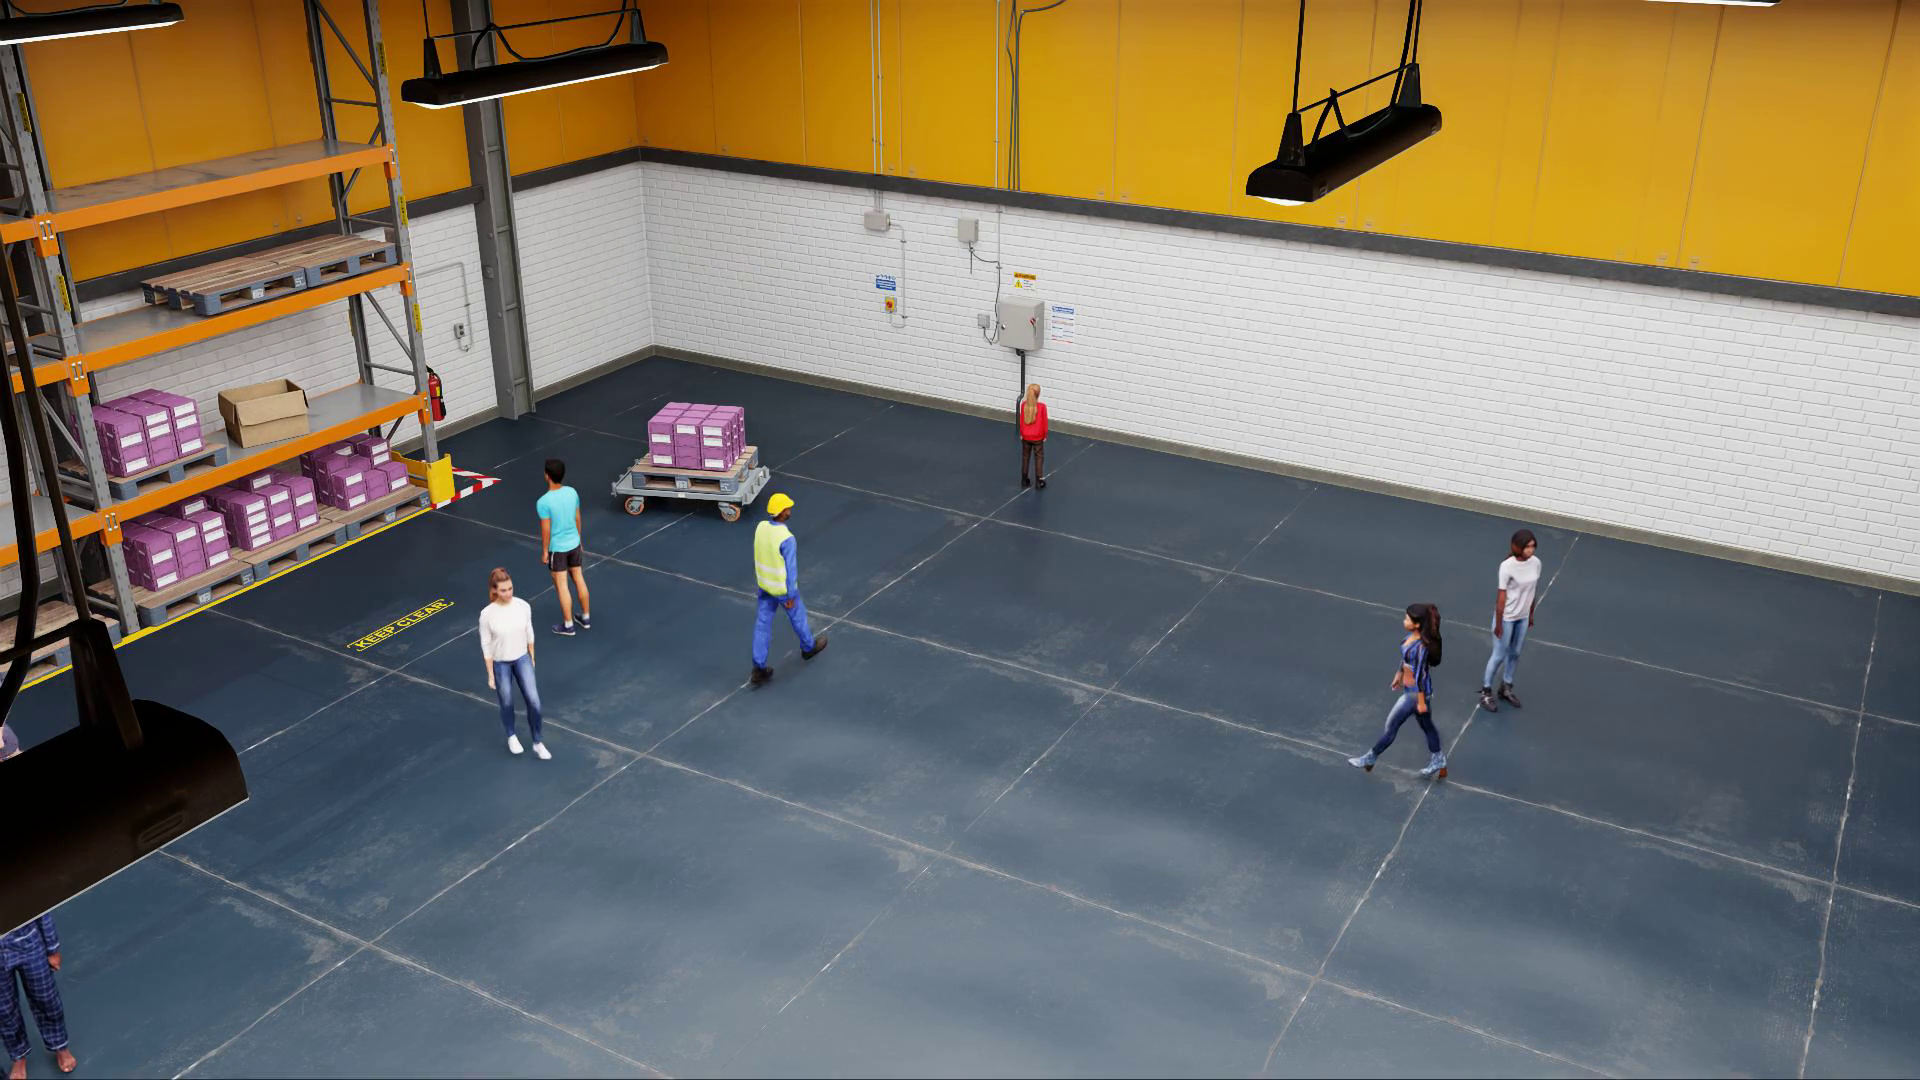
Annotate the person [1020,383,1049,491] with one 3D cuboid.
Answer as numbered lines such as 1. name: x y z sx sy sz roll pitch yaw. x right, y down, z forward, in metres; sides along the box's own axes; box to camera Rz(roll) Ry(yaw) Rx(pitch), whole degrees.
1. person: 0.853 -1.229 19.579 0.523 1.281 0.523 7 25 16

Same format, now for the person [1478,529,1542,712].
1. person: 4.858 0.686 14.653 0.636 1.719 0.724 -11 26 -23

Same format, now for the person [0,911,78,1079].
1. person: -5.884 2.532 10.306 0.717 1.818 0.816 -13 27 -27

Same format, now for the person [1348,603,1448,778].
1. person: 3.777 1.264 13.517 0.910 1.569 1.057 5 24 10

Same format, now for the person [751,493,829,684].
1. person: -1.719 0.459 15.107 0.740 1.771 1.195 16 28 32

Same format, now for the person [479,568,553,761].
1. person: -3.804 1.014 13.922 0.838 1.703 0.870 -13 27 -27

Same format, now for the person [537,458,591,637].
1. person: -3.809 0.065 16.005 0.709 1.773 0.495 18 29 35
